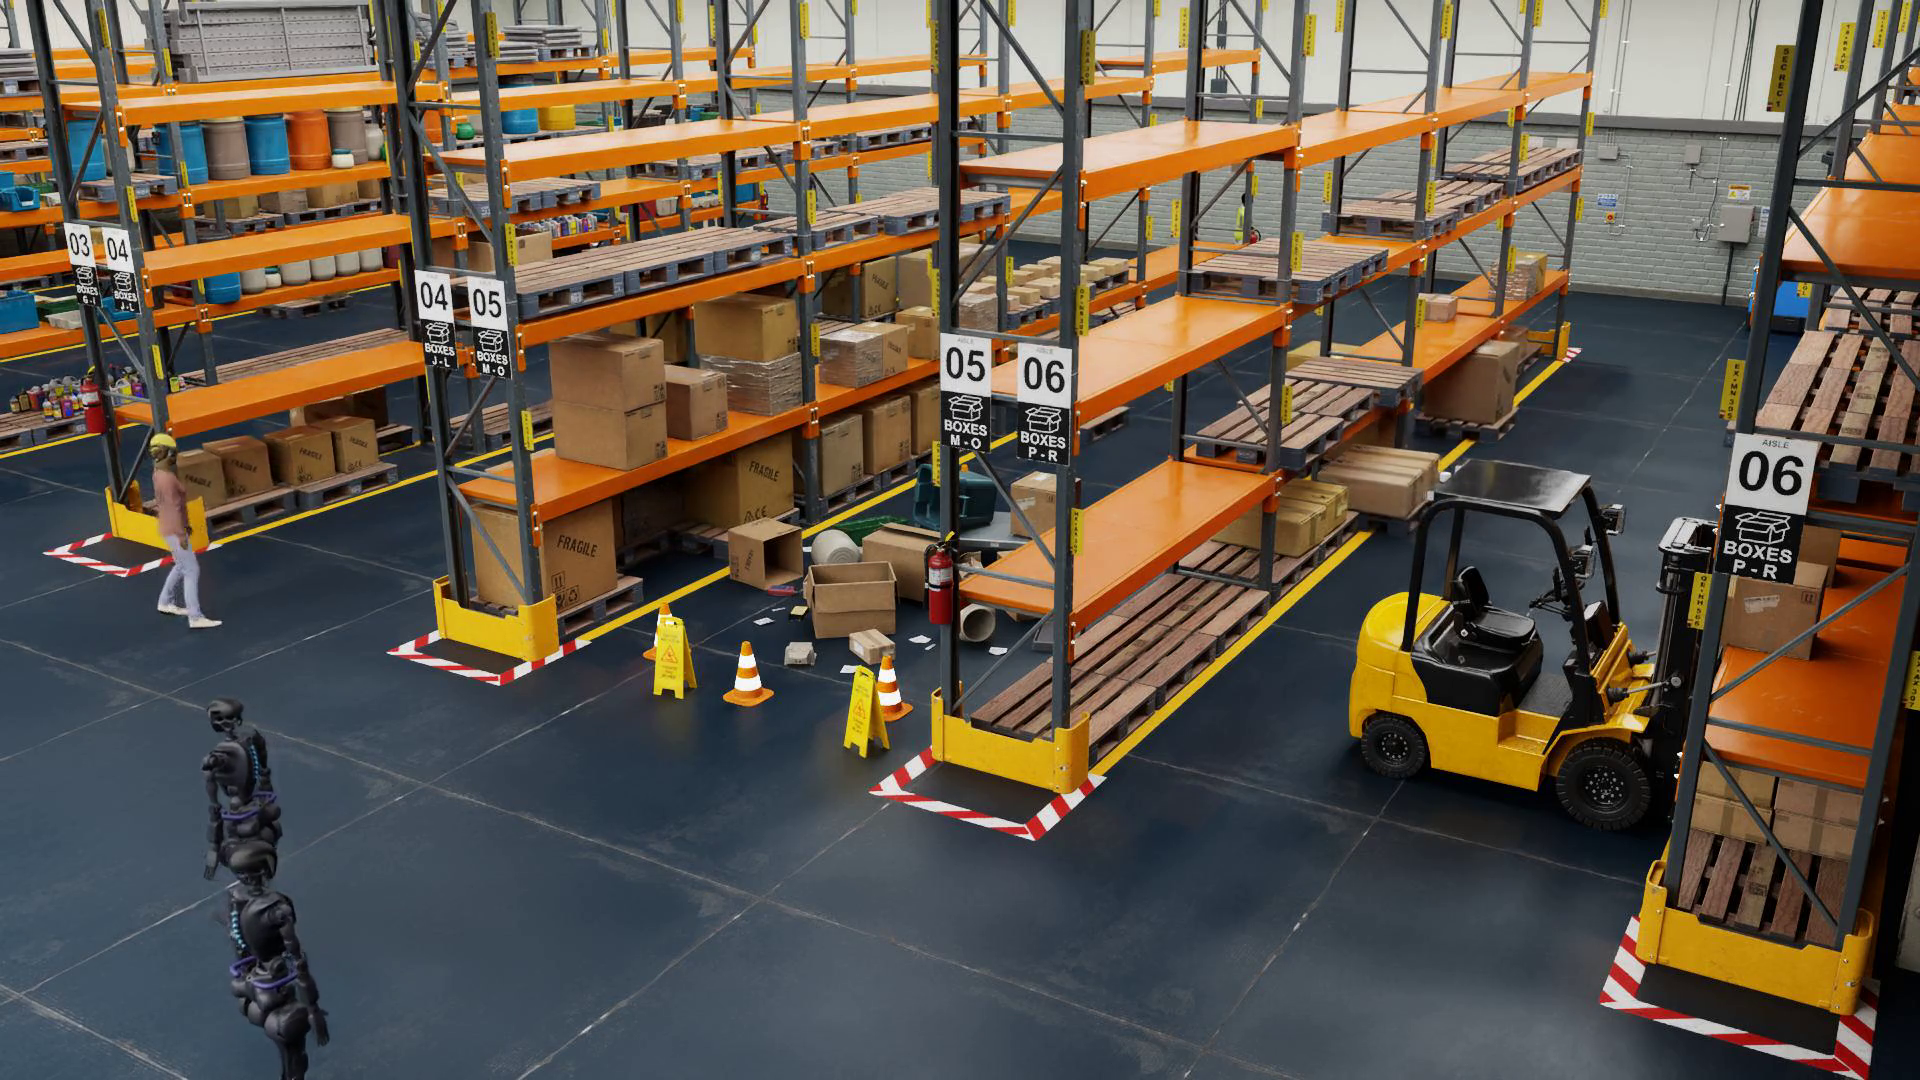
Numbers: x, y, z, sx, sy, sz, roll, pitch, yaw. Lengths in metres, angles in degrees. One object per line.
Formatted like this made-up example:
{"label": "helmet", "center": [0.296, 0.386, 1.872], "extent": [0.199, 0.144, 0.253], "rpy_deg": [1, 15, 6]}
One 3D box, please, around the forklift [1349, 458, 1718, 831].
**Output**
{"label": "forklift", "center": [3.988, 0.658, 11.776], "extent": [2.313, 2.155, 1.214], "rpy_deg": [11, 22, 29]}

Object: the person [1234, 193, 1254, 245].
{"label": "person", "center": [5.182, -5.512, 30.381], "extent": [0.319, 1.687, 0.538], "rpy_deg": [-2, 19, -5]}

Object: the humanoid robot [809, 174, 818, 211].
{"label": "humanoid robot", "center": [-3.171, -7.080, 34.925], "extent": [0.613, 1.639, 0.383], "rpy_deg": [16, 25, 38]}

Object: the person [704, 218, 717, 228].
{"label": "person", "center": [-5.240, -7.062, 34.863], "extent": [0.489, 1.688, 0.350], "rpy_deg": [-6, 20, -17]}

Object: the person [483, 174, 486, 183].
{"label": "person", "center": [-10.396, -7.743, 36.657], "extent": [0.331, 1.801, 0.520], "rpy_deg": [13, 23, 33]}

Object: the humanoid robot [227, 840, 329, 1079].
{"label": "humanoid robot", "center": [-3.311, 2.201, 8.102], "extent": [0.599, 1.649, 0.478], "rpy_deg": [12, 23, 32]}

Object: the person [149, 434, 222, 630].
{"label": "person", "center": [-6.905, -0.071, 14.608], "extent": [0.471, 1.720, 0.577], "rpy_deg": [-9, 21, -25]}

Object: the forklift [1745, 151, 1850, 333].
{"label": "forklift", "center": [13.620, -4.667, 26.137], "extent": [1.873, 2.768, 1.129], "rpy_deg": [11, 22, 29]}

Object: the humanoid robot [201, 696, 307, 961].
{"label": "humanoid robot", "center": [-4.201, 1.680, 9.656], "extent": [0.735, 1.631, 0.608], "rpy_deg": [4, 19, 11]}
